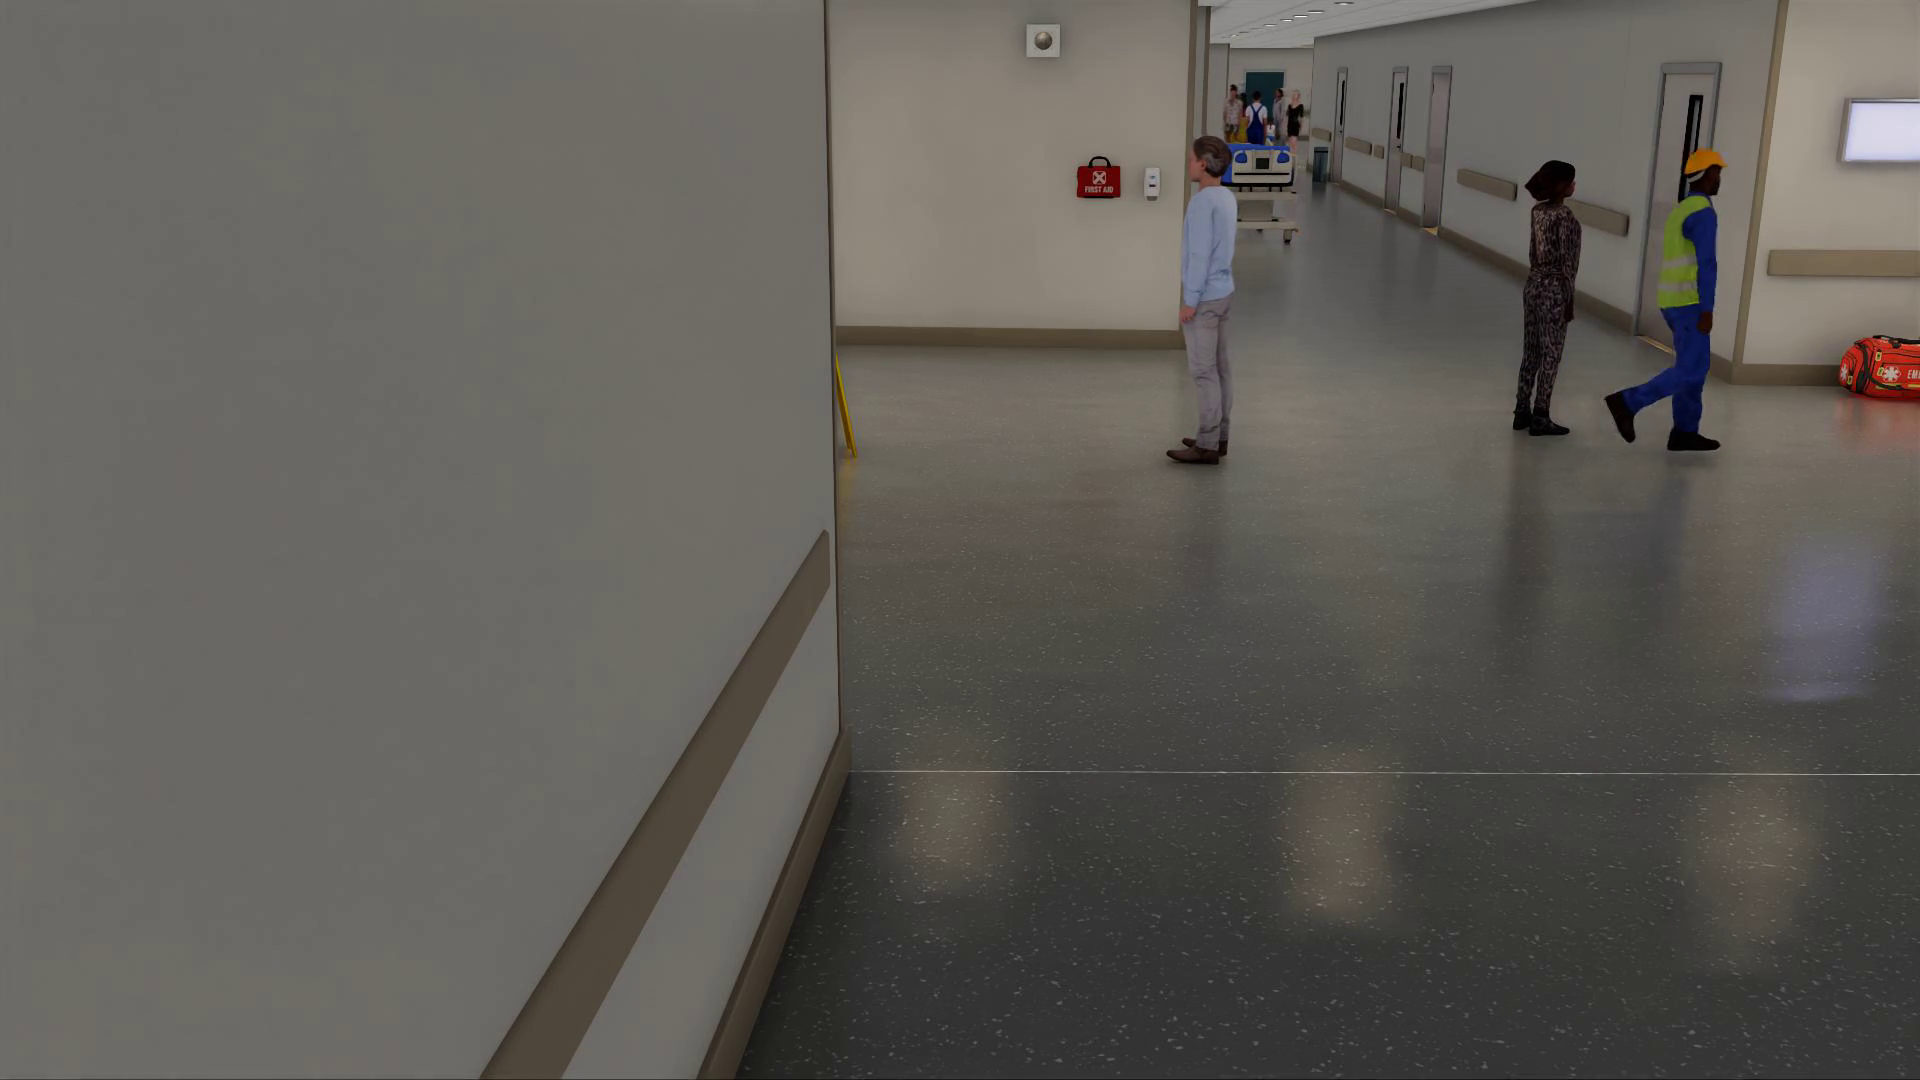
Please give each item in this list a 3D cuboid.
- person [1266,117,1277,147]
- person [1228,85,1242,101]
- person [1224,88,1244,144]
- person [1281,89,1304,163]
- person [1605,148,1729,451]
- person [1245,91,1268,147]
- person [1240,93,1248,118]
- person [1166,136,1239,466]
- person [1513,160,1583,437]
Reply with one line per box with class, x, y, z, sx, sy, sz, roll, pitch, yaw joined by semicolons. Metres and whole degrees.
person;8.579;-11.154;45.950;0.419;1.013;0.491;2;16;7
person;8.726;-13.460;52.682;1.234;1.796;1.033;11;19;34
person;7.476;-11.420;45.460;0.948;1.792;0.906;8;17;25
person;7.910;-9.658;39.182;0.963;1.806;0.919;-14;21;-40
person;4.259;-1.402;9.934;0.941;1.787;0.724;3;16;12
person;6.331;-8.689;35.695;0.925;1.833;0.786;4;16;15
person;9.337;-13.936;54.811;0.729;1.553;0.670;11;19;35
person;1.455;-1.408;9.762;0.710;1.893;0.732;8;18;27
person;3.718;-1.525;10.527;0.649;1.702;0.640;-3;16;-10
